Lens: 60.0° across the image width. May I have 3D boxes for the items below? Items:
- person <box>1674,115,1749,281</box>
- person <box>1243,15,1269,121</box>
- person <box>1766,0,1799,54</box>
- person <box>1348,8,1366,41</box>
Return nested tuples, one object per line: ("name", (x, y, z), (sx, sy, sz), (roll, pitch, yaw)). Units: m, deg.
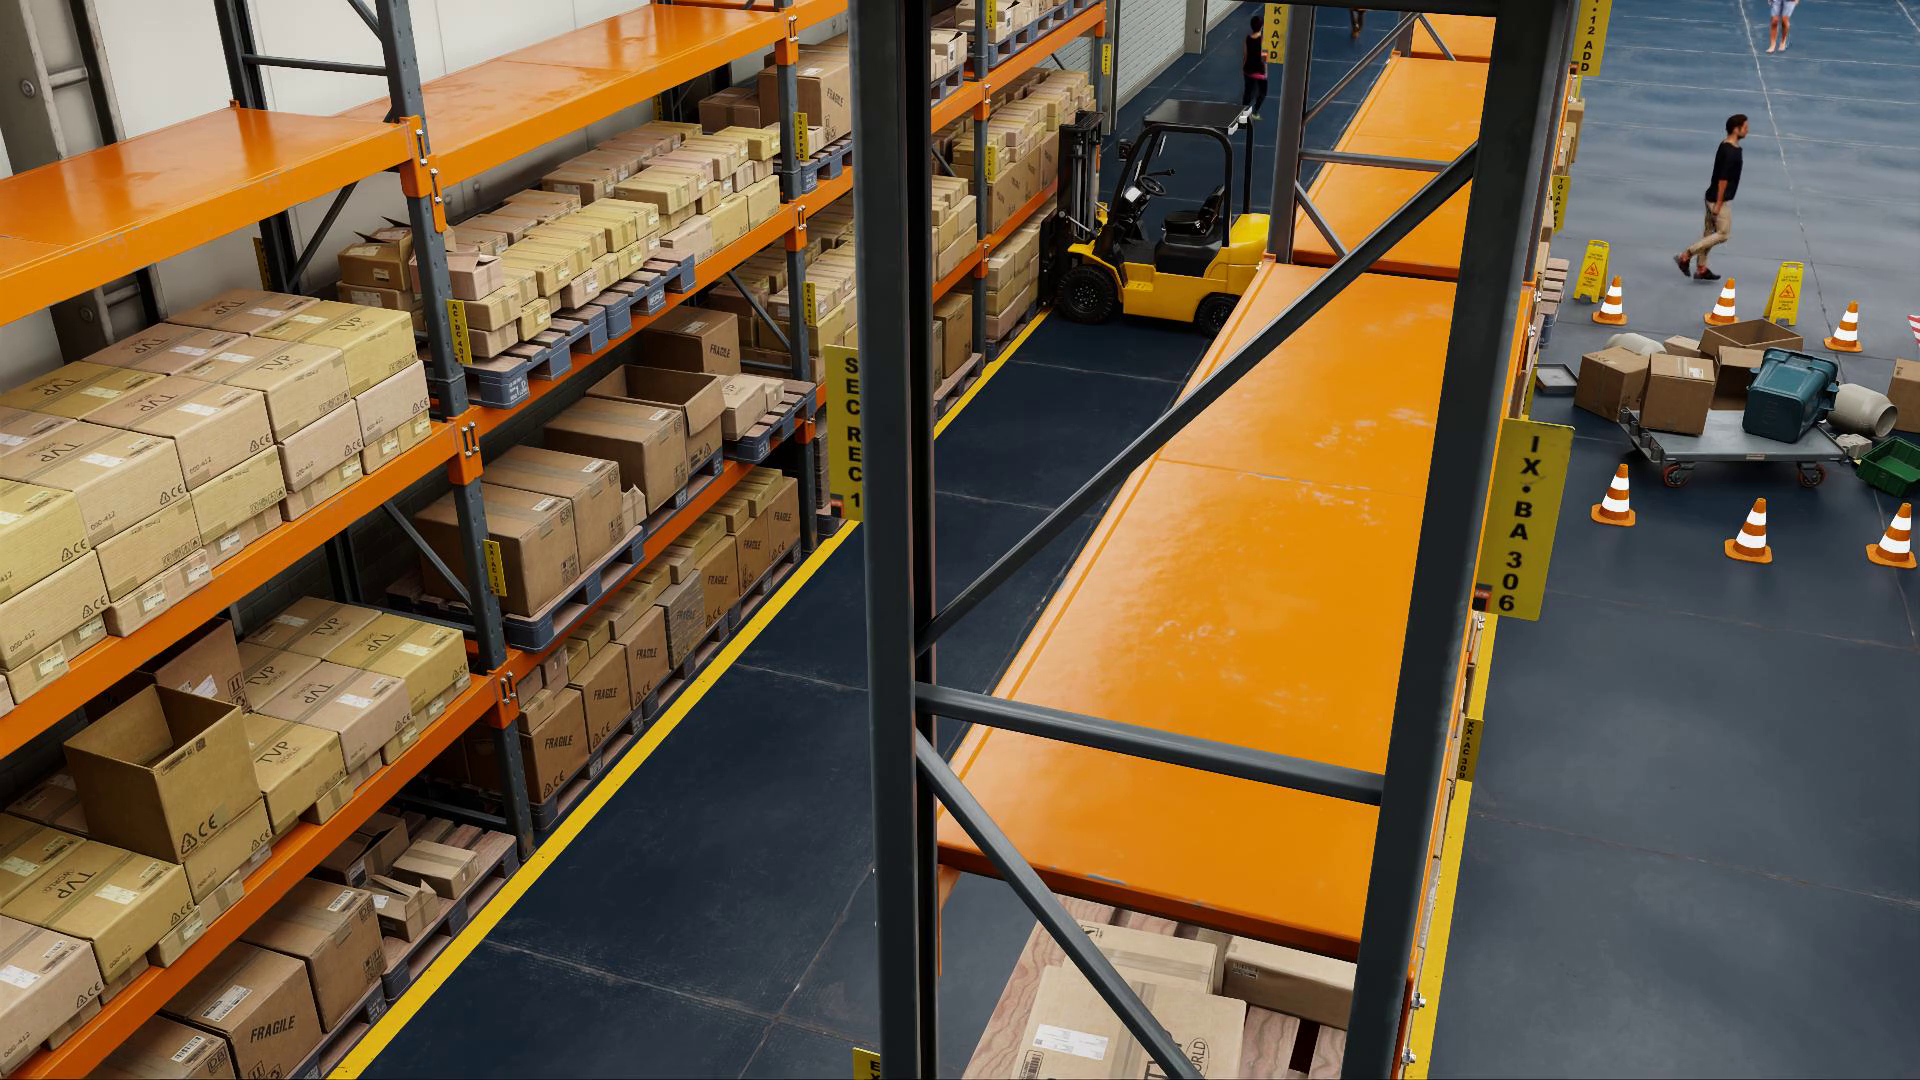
("person", (8.219, -3.736, 18.216), (0.737, 1.849, 0.738), (7, 29, 12))
("person", (4.314, -6.917, 24.516), (0.626, 1.541, 0.629), (19, 33, 31))
("person", (14.355, -9.426, 28.914), (0.735, 1.836, 0.775), (23, 35, 36))
("person", (7.162, -9.789, 29.736), (0.771, 1.704, 0.981), (4, 28, 8))
